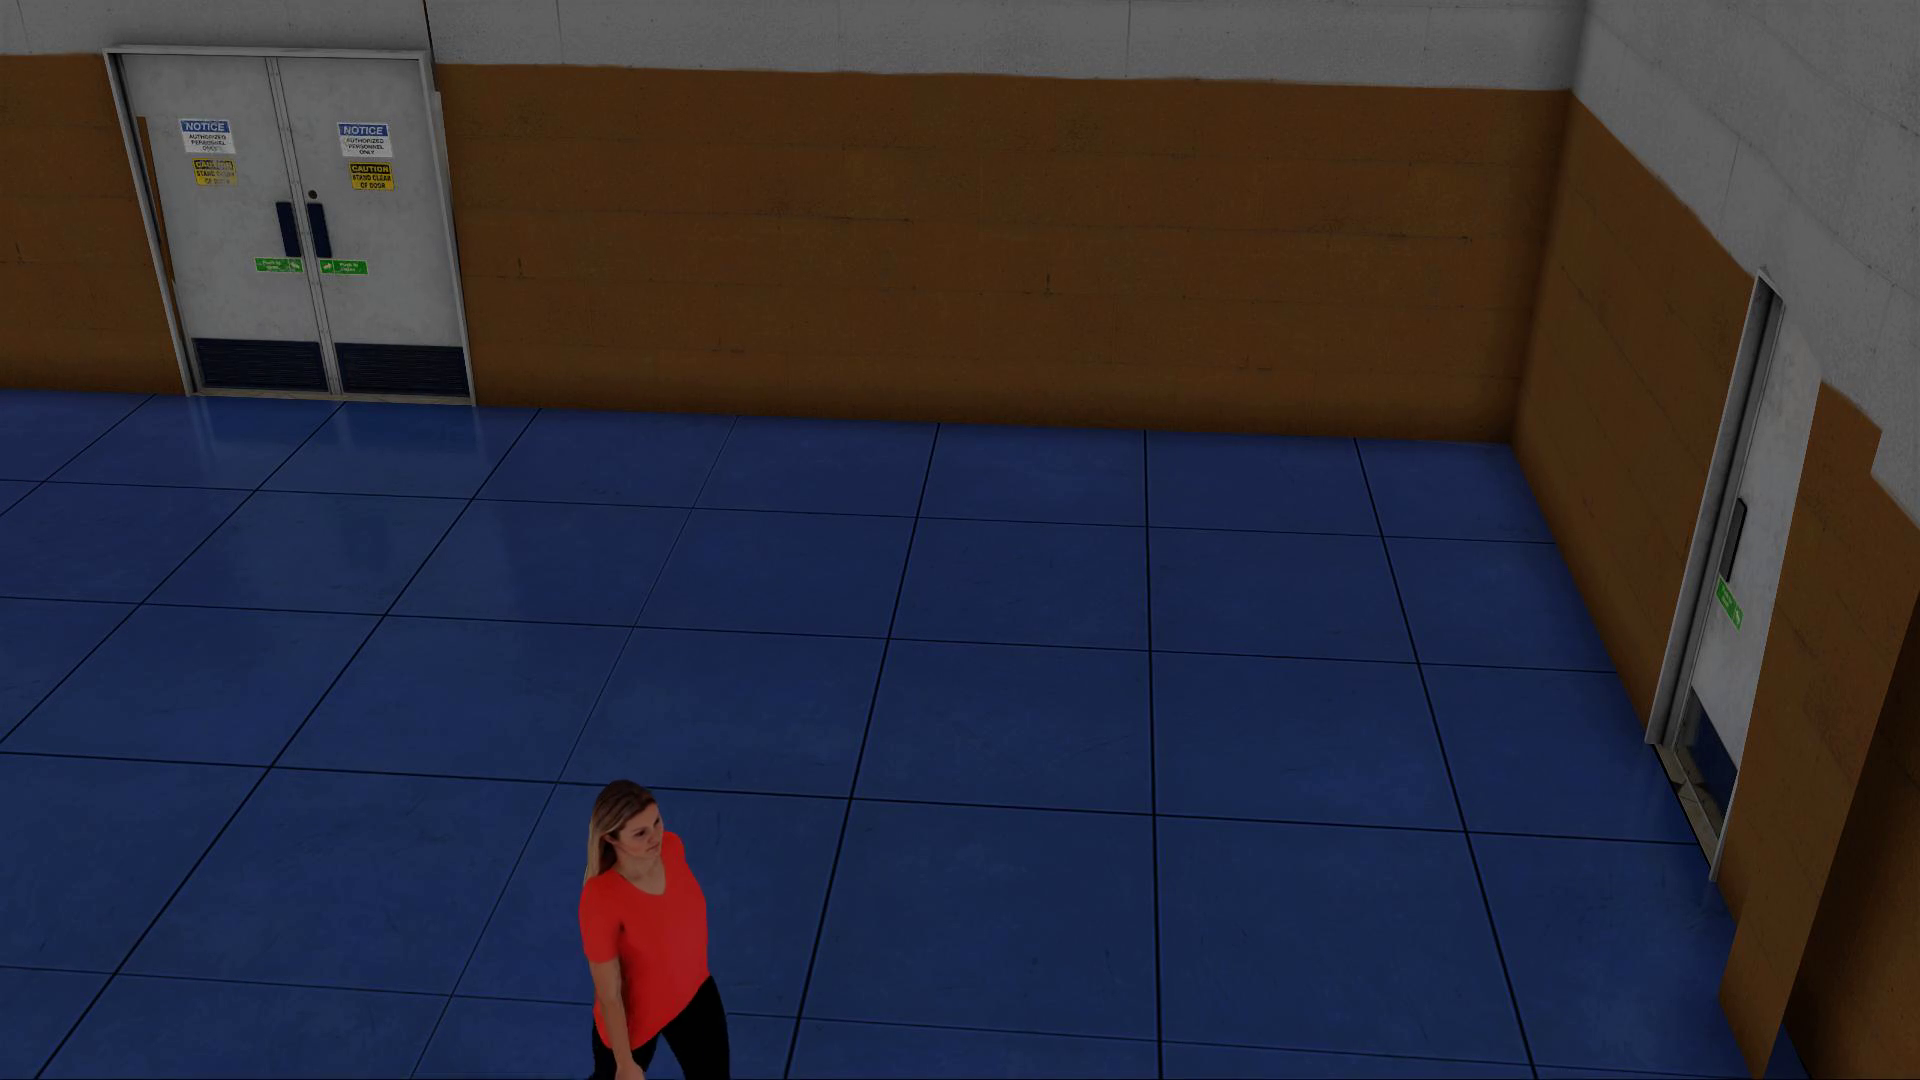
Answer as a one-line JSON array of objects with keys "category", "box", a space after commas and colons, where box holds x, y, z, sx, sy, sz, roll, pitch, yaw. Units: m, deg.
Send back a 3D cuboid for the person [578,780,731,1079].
[{"category": "person", "box": [-1.017, 1.428, 5.094, 1.046, 1.650, 1.181, 17, 33, 28]}]
